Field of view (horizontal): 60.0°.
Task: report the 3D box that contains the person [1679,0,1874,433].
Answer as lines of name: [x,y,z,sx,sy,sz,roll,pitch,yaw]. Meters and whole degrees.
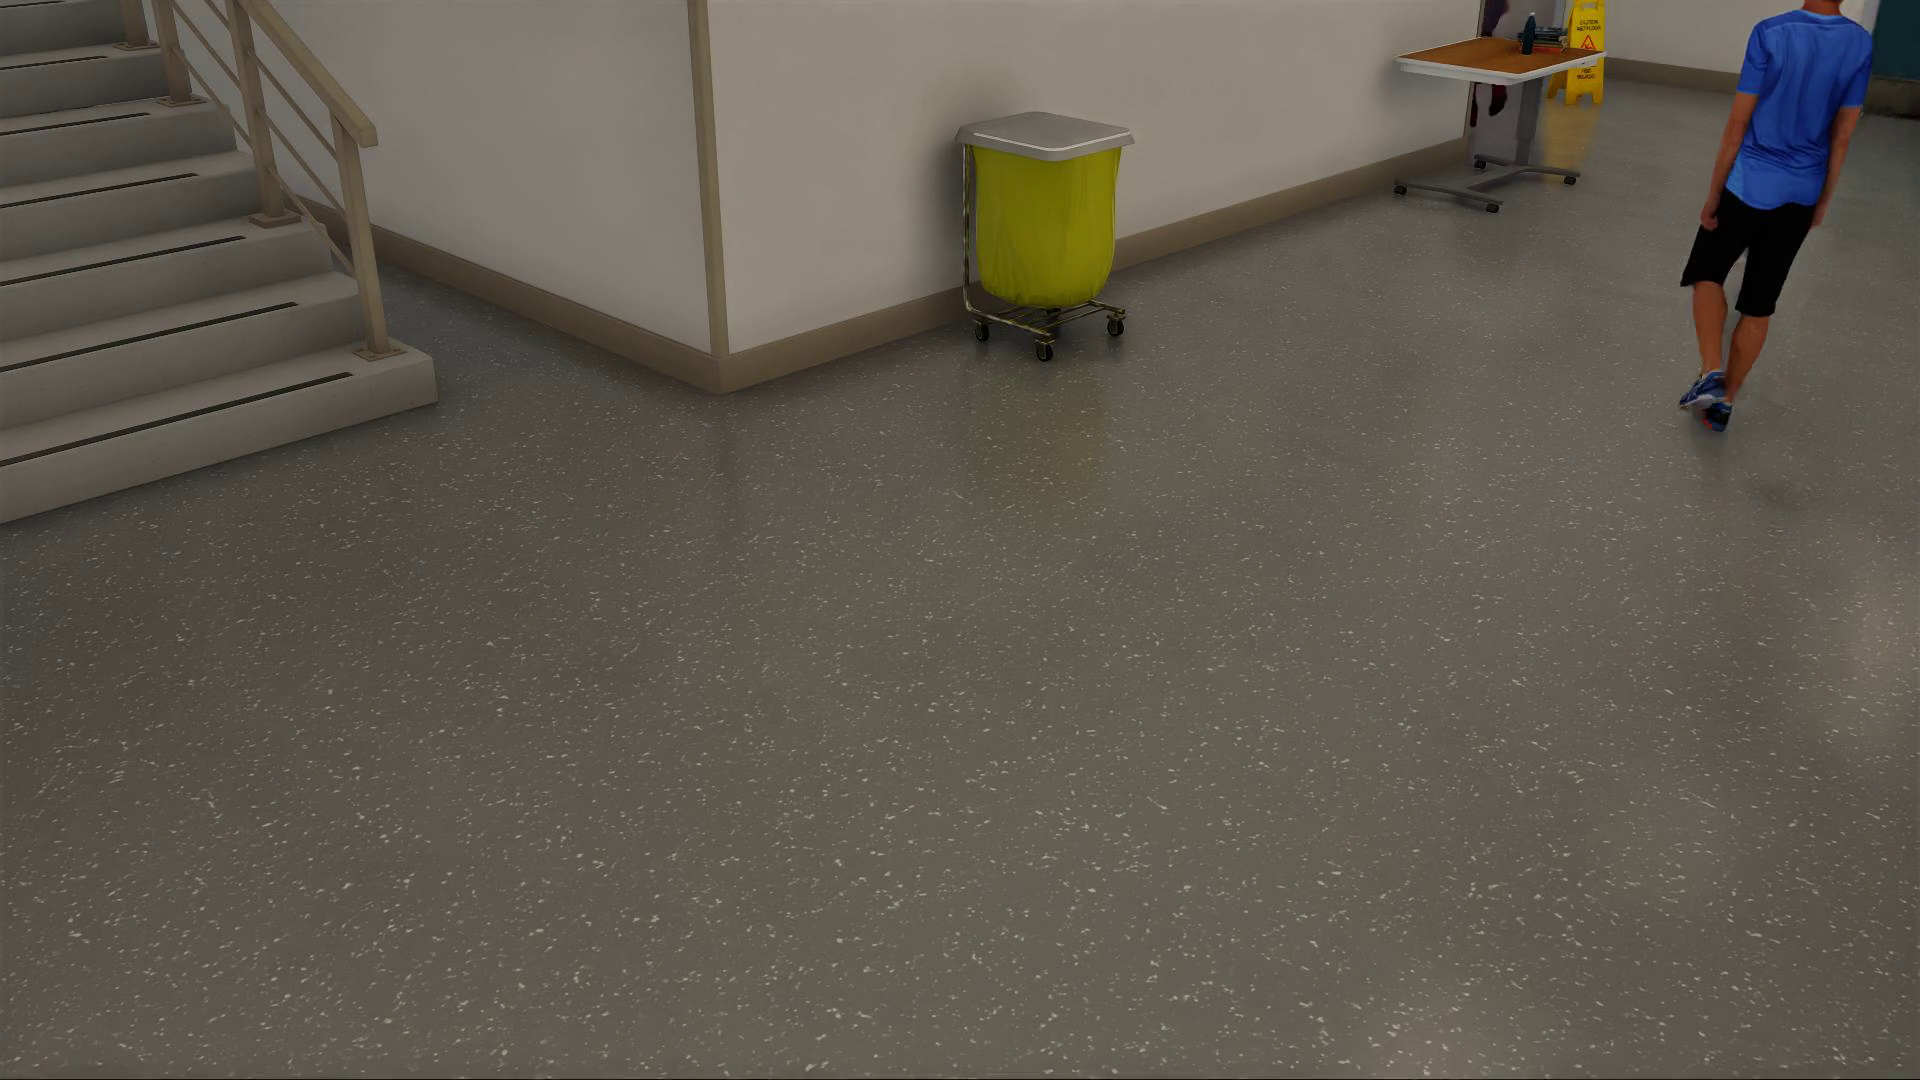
person: [3.063,-1.262,6.228,0.805,1.847,0.873,3,26,7]
